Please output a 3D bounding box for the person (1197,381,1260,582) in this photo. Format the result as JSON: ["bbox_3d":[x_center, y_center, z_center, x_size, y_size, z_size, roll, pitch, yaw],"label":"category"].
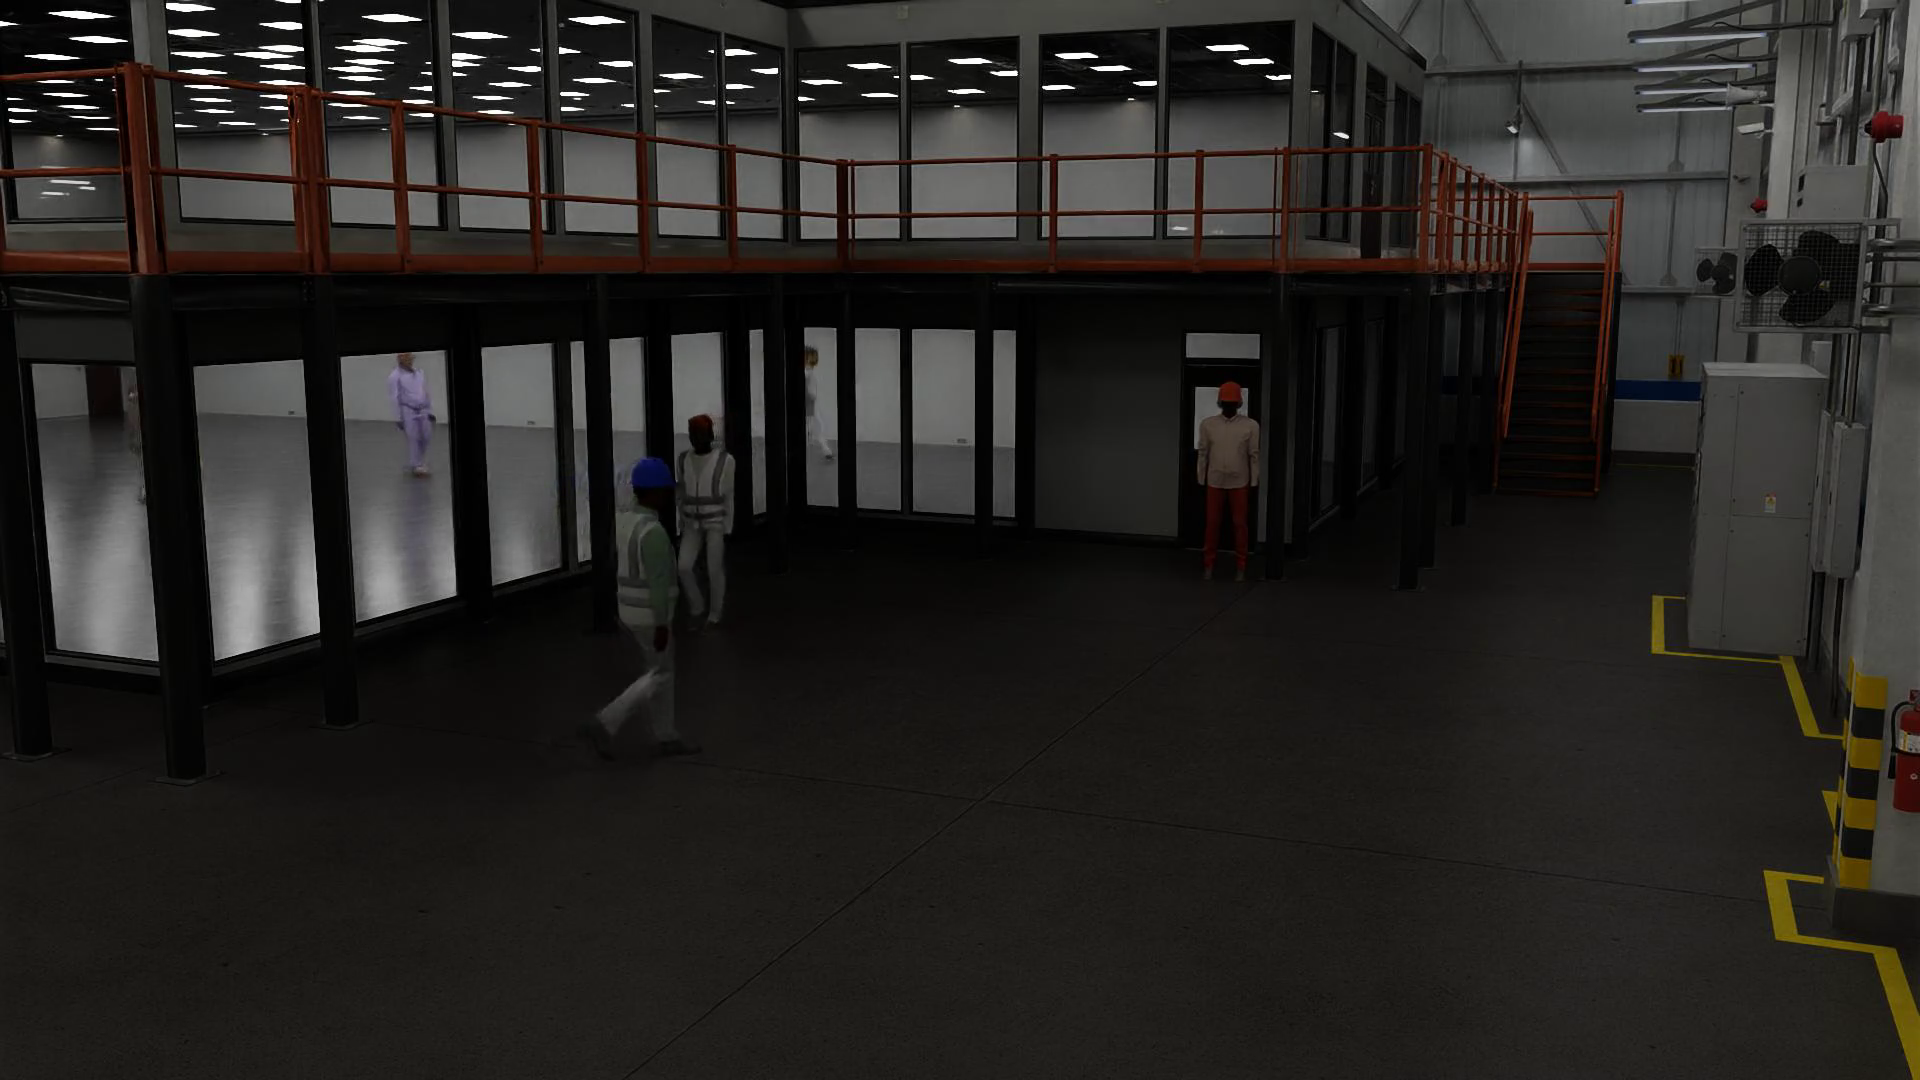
[{"bbox_3d":[2.626,-0.566,16.328,0.614,1.984,0.409,3,10,16],"label":"person"}]

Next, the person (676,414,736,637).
[{"bbox_3d":[-2.133,-0.107,13.866,0.578,1.868,0.426,3,10,18],"label":"person"}]

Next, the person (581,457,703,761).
[{"bbox_3d":[-1.974,0.448,10.255,0.694,1.926,0.613,-4,10,-25],"label":"person"}]
